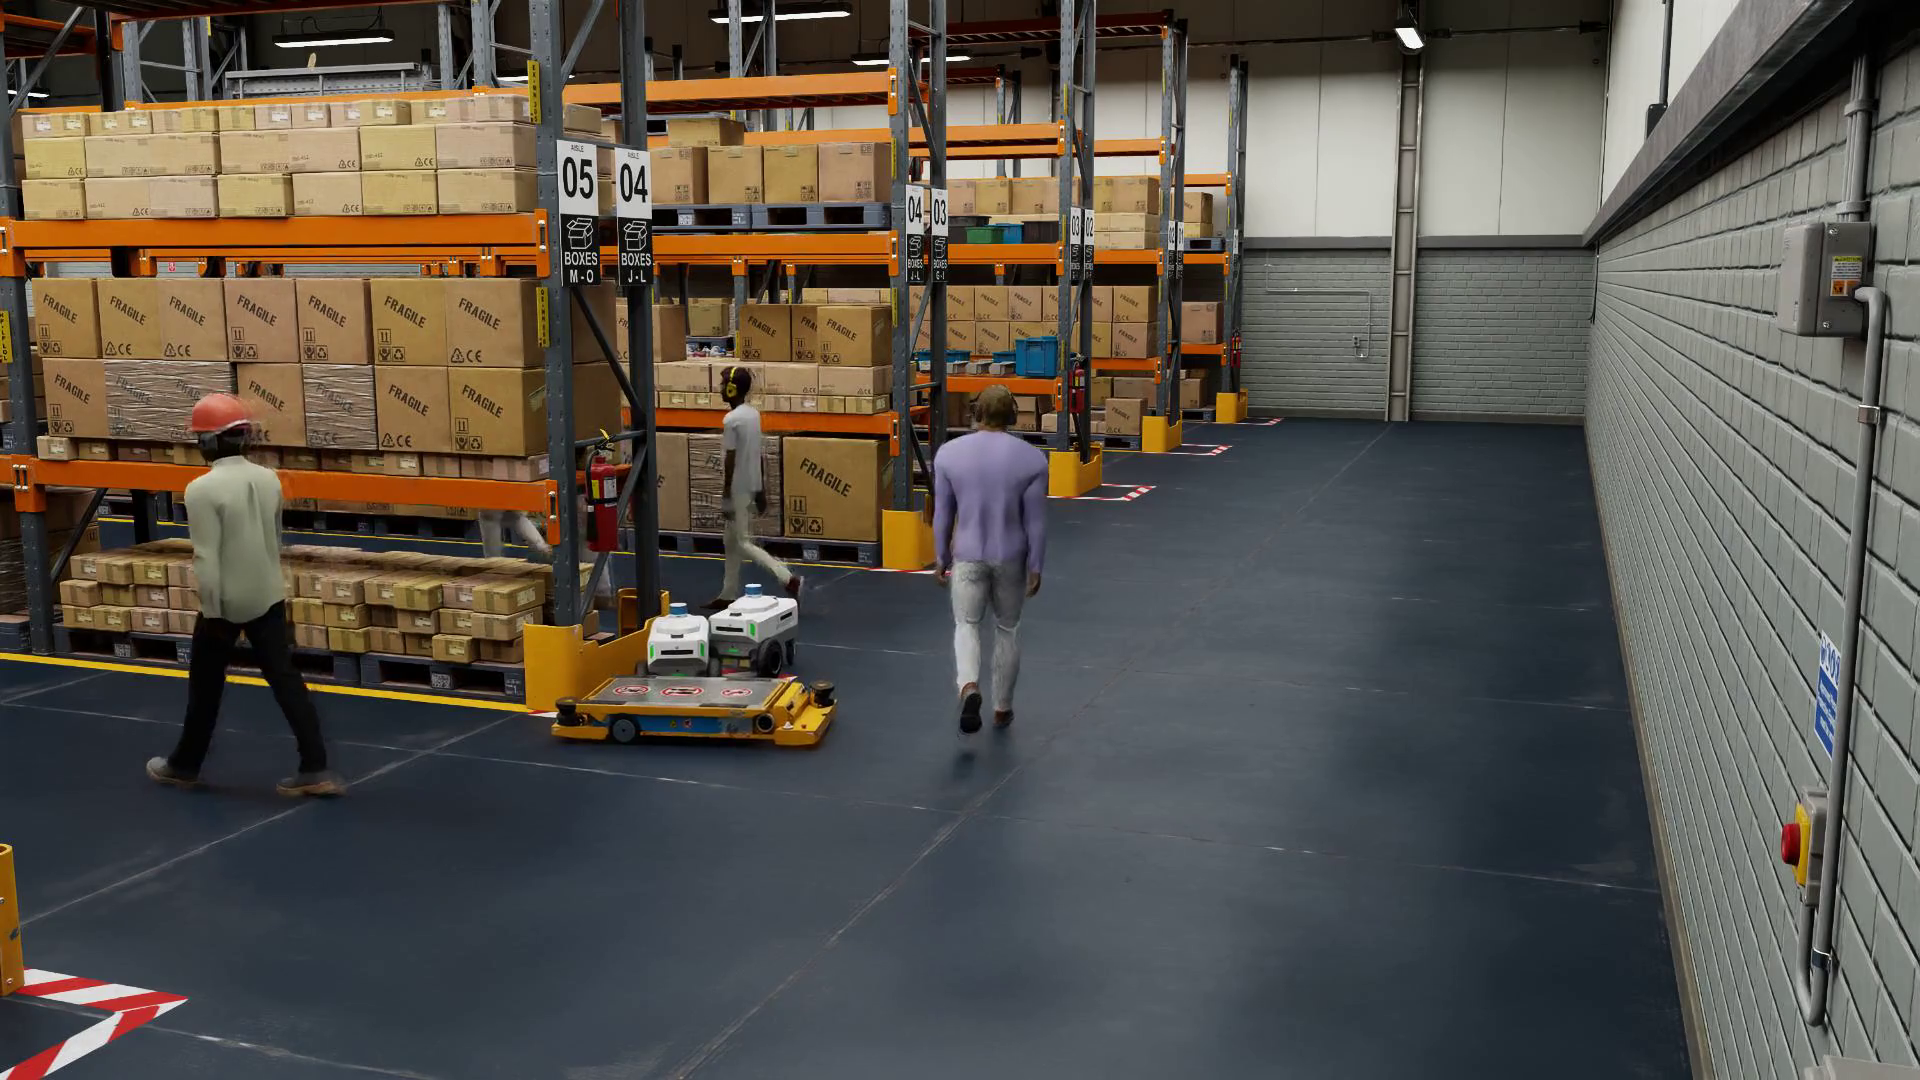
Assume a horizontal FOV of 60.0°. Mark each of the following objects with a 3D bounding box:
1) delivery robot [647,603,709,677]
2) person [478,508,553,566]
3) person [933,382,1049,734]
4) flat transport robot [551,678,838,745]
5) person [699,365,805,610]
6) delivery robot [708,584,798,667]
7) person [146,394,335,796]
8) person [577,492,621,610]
[{"bbox_3d":[-1.658,0.614,9.819,0.477,0.478,0.707,-1,9,-8],"label":"delivery robot"},{"bbox_3d":[-3.560,-0.498,13.113,0.698,1.822,0.636,6,11,32],"label":"person"},{"bbox_3d":[0.163,0.116,8.963,0.633,1.924,0.705,1,9,3],"label":"person"},{"bbox_3d":[-1.432,0.919,9.089,1.431,0.197,0.652,1,9,6],"label":"flat transport robot"},{"bbox_3d":[-1.536,-0.357,12.175,0.805,1.849,0.514,3,9,15],"label":"person"},{"bbox_3d":[-1.289,0.519,10.416,0.477,0.478,0.707,3,10,18],"label":"delivery robot"},{"bbox_3d":[-3.454,0.271,7.958,1.050,1.938,0.646,3,10,20],"label":"person"},{"bbox_3d":[-2.896,-0.394,12.446,0.753,1.817,0.645,4,10,25],"label":"person"}]
